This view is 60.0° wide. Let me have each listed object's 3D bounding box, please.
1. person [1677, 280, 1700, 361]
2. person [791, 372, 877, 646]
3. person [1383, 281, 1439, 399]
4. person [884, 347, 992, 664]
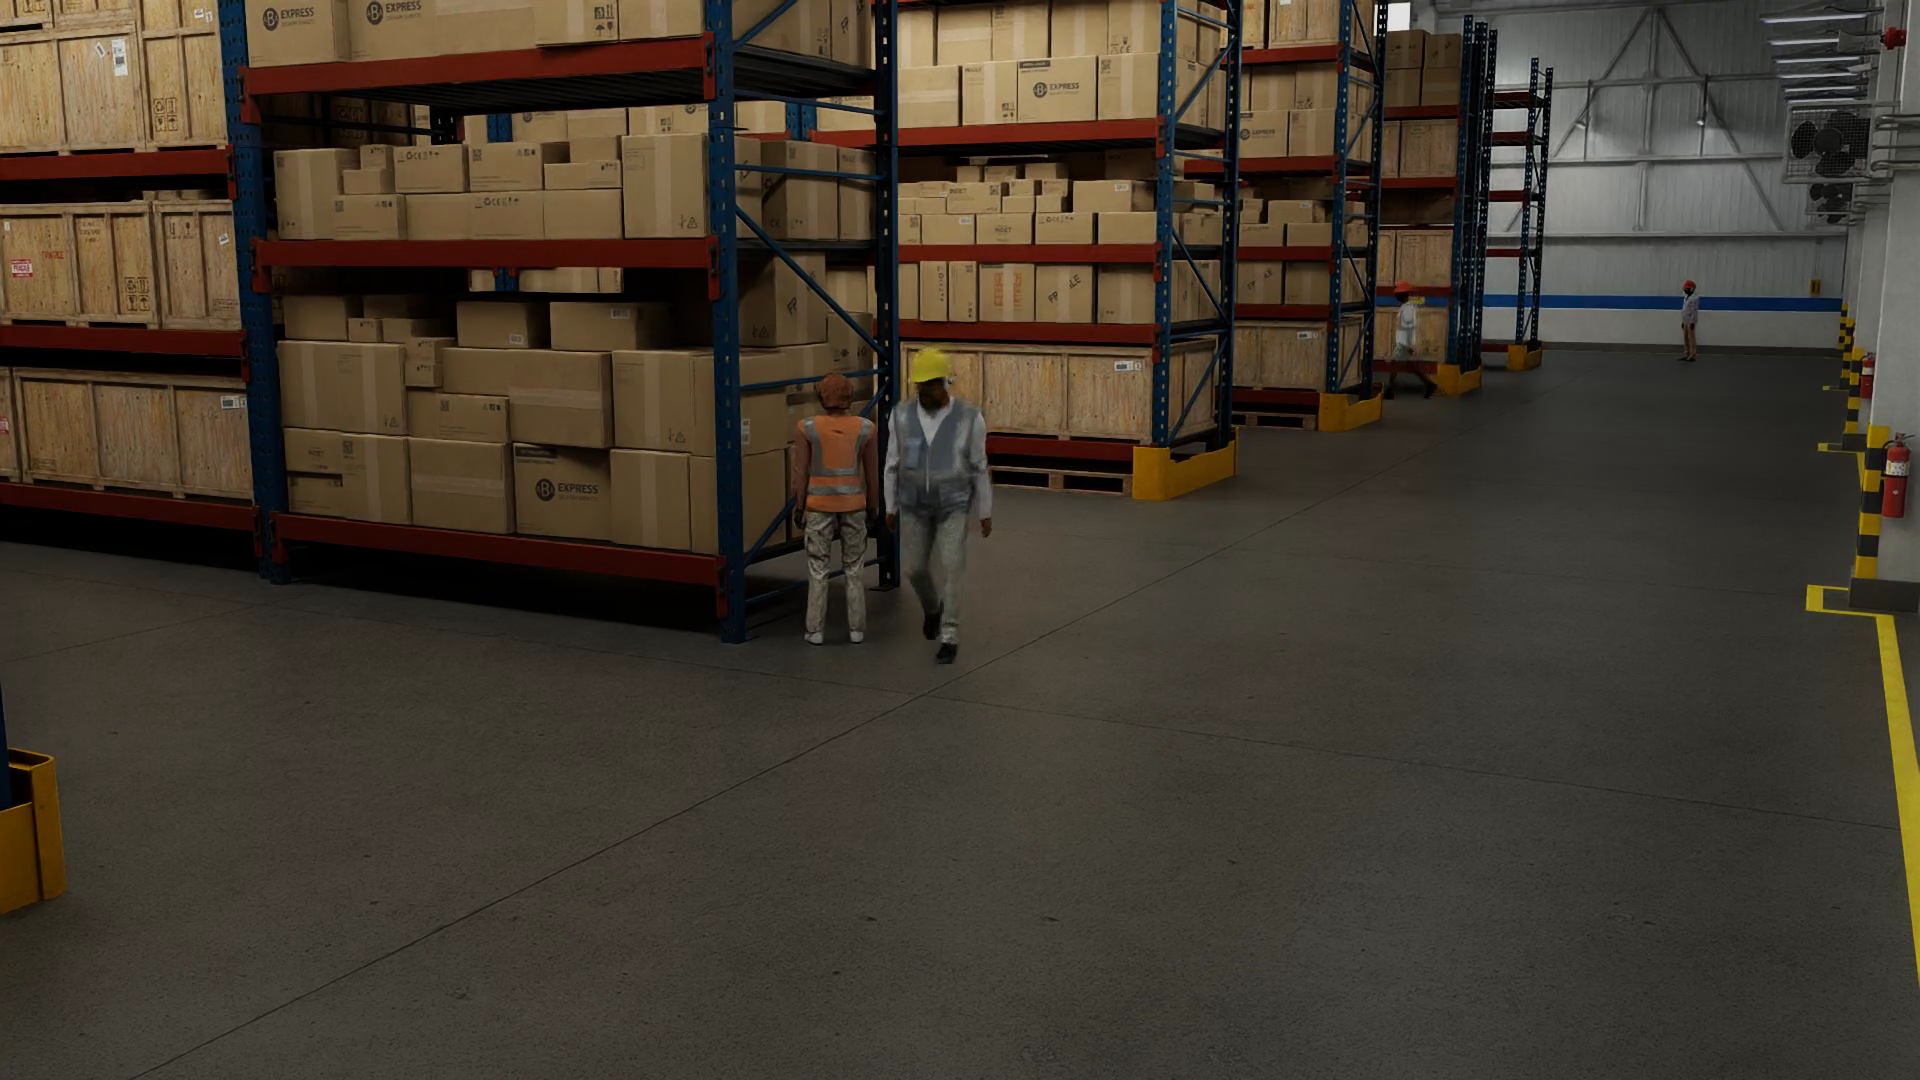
[{"bbox_3d":[15.714,-4.724,35.895,0.361,1.742,0.563,0,10,0],"label":"person"},{"bbox_3d":[-0.743,-0.178,9.897,0.518,1.632,0.314,-3,10,-15],"label":"person"},{"bbox_3d":[7.152,-3.169,26.446,0.909,1.902,0.535,3,10,18],"label":"person"},{"bbox_3d":[-0.114,-0.214,9.616,0.660,1.808,0.559,2,10,12],"label":"person"}]
